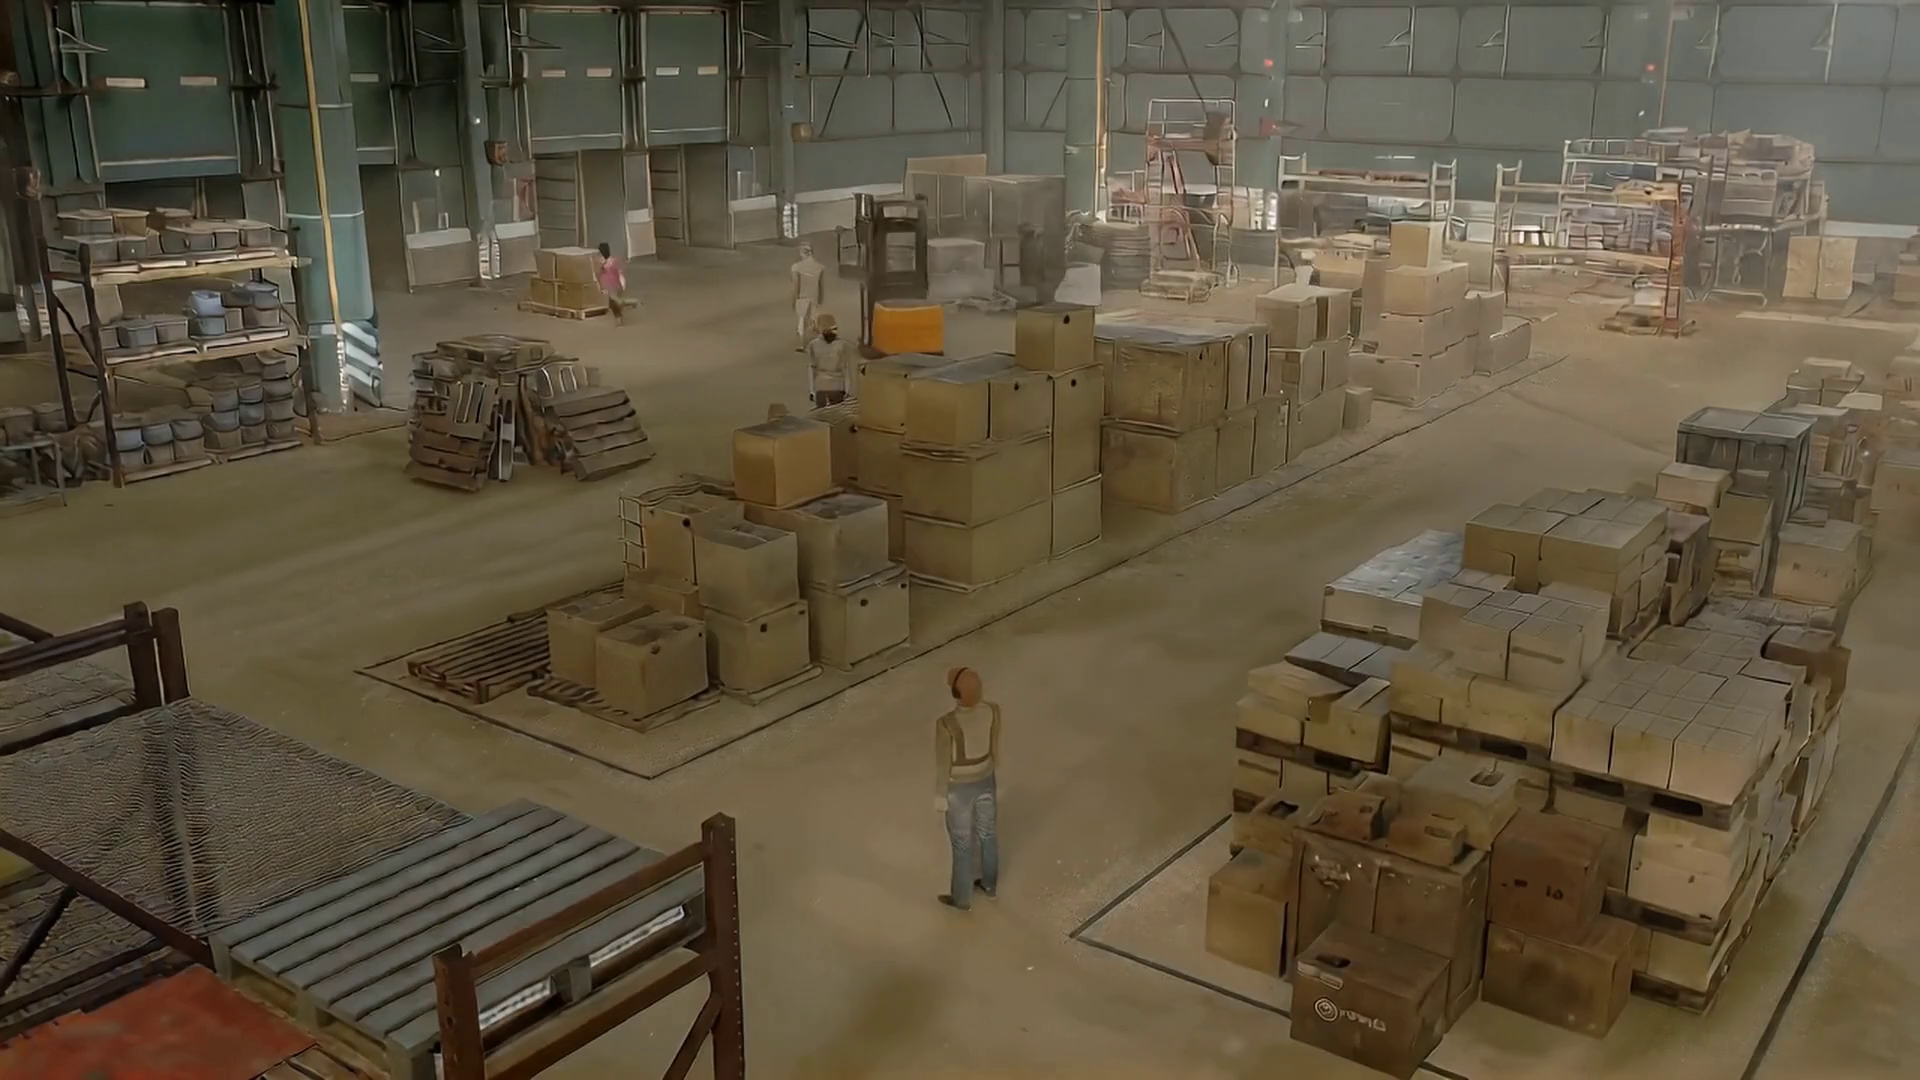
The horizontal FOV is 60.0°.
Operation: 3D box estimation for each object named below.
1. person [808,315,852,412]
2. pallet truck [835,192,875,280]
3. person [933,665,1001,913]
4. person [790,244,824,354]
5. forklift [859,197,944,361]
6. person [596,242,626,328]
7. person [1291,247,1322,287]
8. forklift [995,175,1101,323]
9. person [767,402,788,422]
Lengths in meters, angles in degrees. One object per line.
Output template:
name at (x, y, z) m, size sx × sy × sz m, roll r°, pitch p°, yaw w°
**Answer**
person at (-1.739, -2.049, 22.185) m, size 0.594 × 1.922 × 0.385 m, roll 2°, pitch 17°, yaw 7°
pallet truck at (-1.936, -7.159, 38.982) m, size 1.885 × 1.965 × 0.823 m, roll -12°, pitch 21°, yaw -34°
person at (0.048, 1.586, 10.633) m, size 0.515 × 1.641 × 0.315 m, roll -13°, pitch 21°, yaw -36°
person at (-2.715, -4.282, 29.585) m, size 0.639 × 1.927 × 0.387 m, roll -9°, pitch 19°, yaw -29°
forklift at (-1.008, -4.465, 28.559) m, size 1.129 × 2.768 × 1.873 m, roll -5°, pitch 17°, yaw -15°
person at (-6.753, -4.929, 32.152) m, size 0.548 × 1.656 × 0.618 m, roll 7°, pitch 18°, yaw 22°
person at (6.071, -4.205, 29.373) m, size 0.547 × 1.908 × 0.885 m, roll 12°, pitch 21°, yaw 35°
forklift at (1.786, -5.780, 32.912) m, size 1.873 × 2.768 × 1.129 m, roll -7°, pitch 18°, yaw -21°
person at (-1.912, -0.497, 17.061) m, size 0.623 × 1.917 × 0.643 m, roll 13°, pitch 21°, yaw 36°
